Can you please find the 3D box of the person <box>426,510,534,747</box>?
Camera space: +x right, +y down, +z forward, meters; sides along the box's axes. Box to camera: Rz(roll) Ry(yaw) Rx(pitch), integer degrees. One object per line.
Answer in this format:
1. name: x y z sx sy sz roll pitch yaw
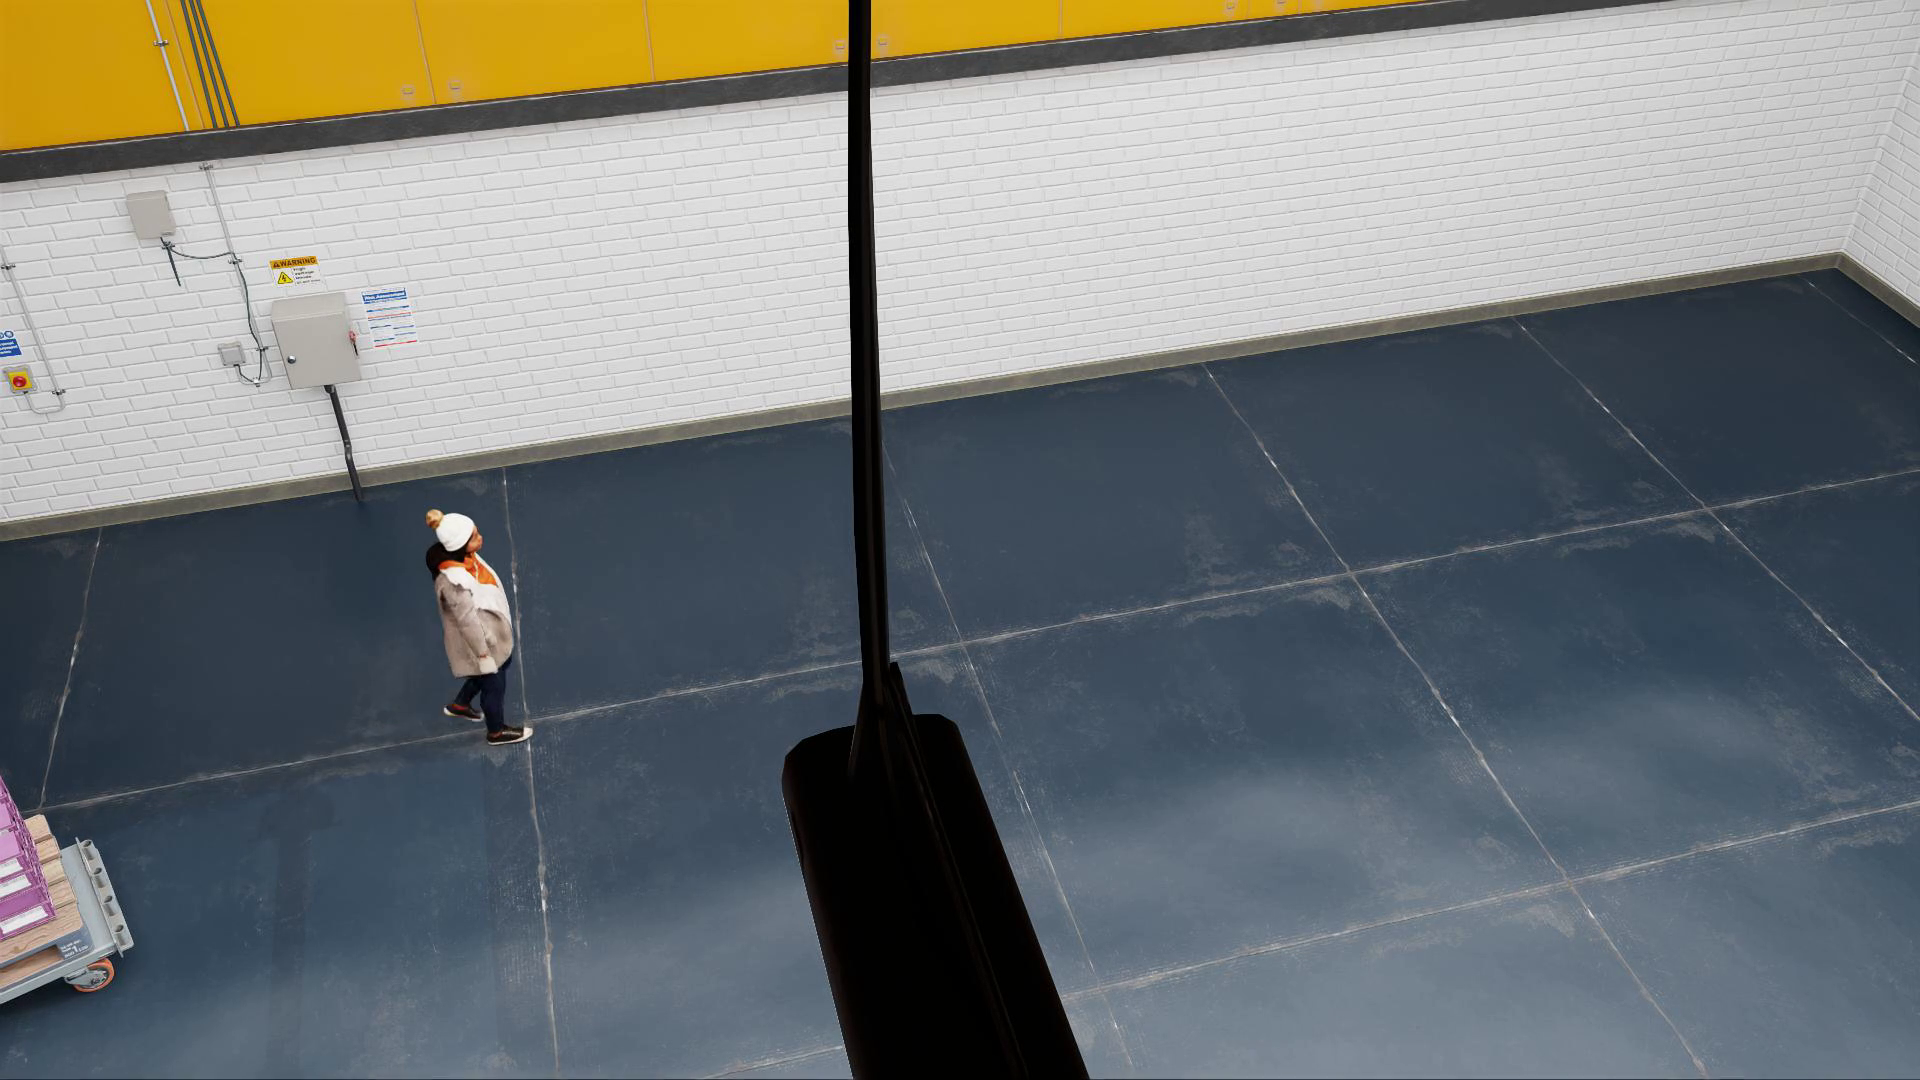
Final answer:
1. person: -3.101 0.563 10.329 0.747 1.877 0.691 -10 40 -12
